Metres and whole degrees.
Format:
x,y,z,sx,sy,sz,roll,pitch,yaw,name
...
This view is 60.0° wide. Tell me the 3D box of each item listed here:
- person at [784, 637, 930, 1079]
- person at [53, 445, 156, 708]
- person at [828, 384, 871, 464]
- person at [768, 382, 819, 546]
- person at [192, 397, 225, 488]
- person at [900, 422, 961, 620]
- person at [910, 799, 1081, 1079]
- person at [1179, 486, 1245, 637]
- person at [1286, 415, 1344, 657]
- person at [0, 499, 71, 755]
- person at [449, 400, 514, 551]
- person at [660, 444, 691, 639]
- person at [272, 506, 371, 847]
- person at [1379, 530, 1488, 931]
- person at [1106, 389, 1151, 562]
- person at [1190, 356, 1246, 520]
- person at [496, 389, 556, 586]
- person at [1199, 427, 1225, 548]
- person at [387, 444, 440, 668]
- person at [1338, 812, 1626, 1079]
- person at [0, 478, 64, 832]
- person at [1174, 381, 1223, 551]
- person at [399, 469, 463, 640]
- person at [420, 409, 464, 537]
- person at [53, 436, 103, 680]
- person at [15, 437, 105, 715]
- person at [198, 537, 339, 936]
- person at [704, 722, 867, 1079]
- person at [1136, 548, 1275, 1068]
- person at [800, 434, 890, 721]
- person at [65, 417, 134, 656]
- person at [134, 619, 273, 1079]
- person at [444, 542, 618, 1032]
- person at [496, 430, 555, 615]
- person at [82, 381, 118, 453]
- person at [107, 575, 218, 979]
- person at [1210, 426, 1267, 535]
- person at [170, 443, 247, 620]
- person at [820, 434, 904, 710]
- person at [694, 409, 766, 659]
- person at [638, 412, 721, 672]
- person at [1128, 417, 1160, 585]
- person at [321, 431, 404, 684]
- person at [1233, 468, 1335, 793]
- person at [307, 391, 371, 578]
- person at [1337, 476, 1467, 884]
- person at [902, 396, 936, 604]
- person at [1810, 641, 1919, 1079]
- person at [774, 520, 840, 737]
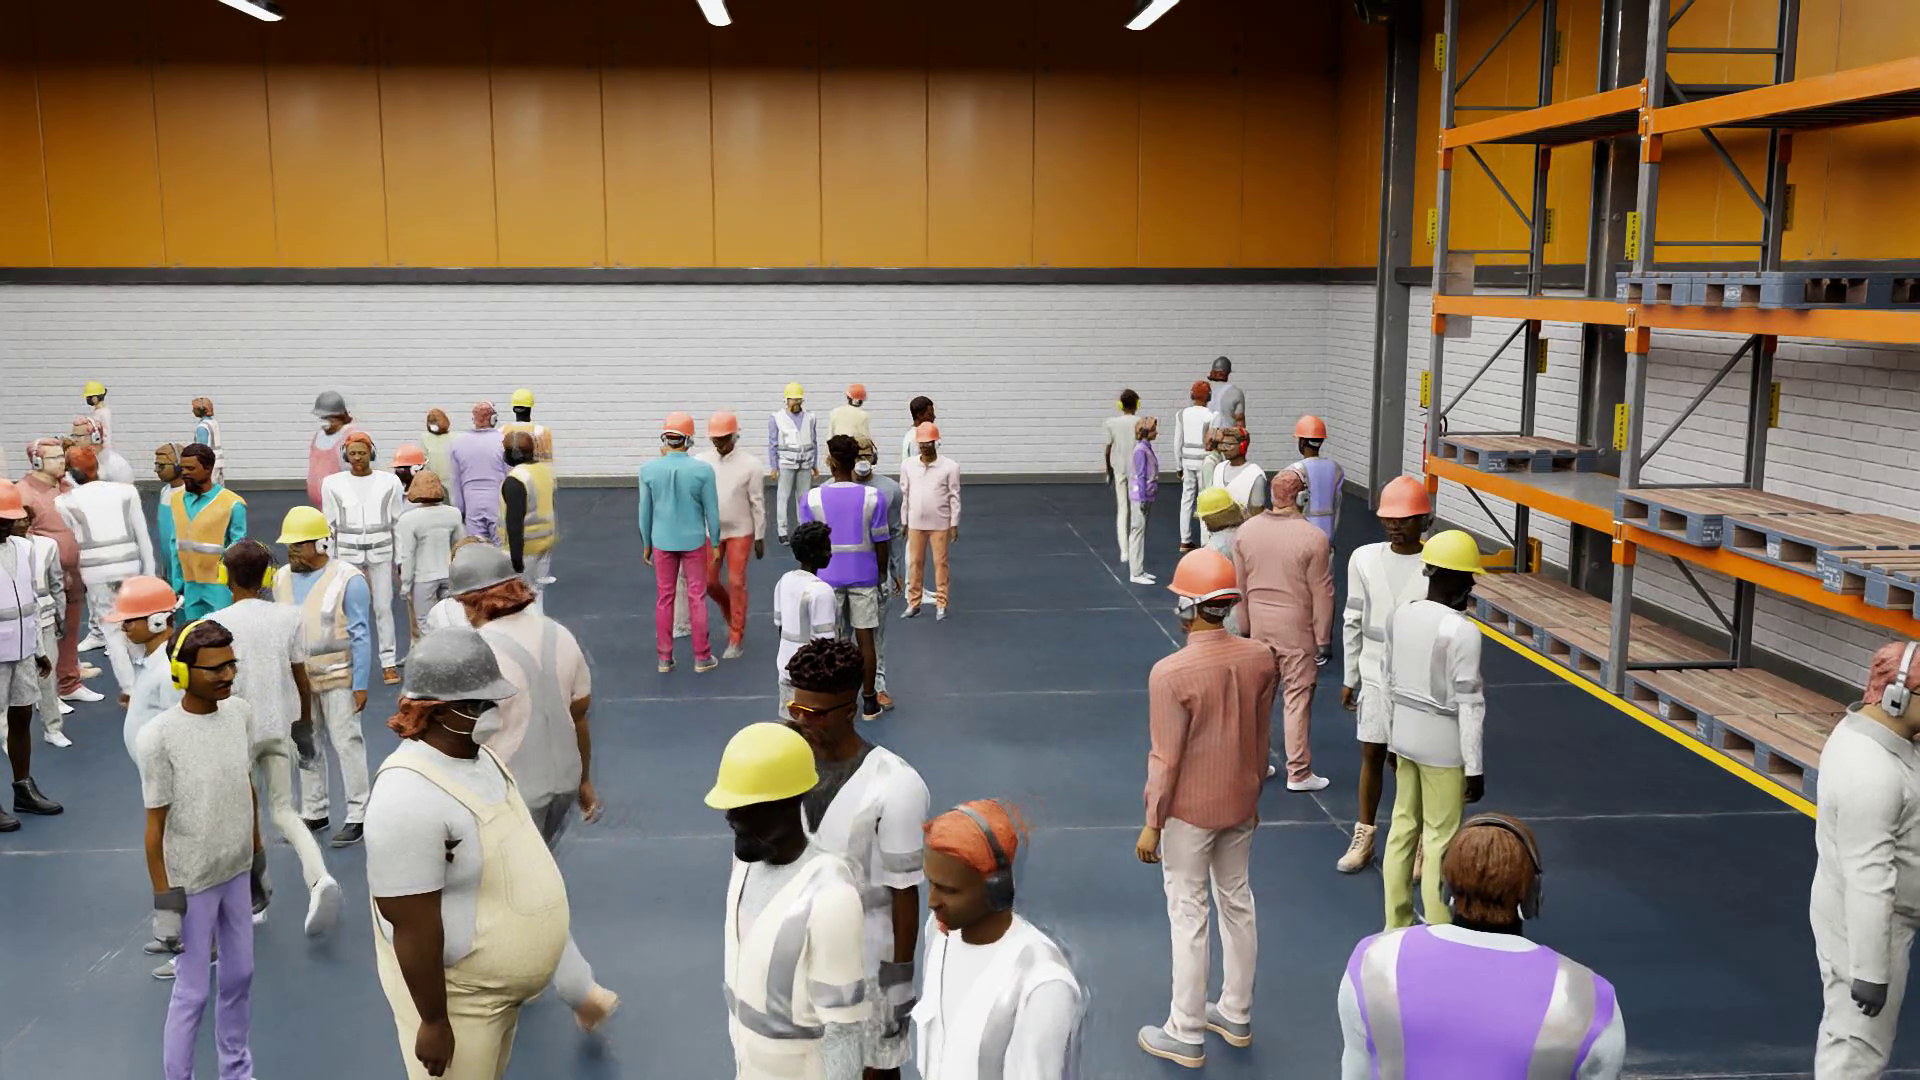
x,y,z,sx,sy,sz,roll,pitch,yaw,name
-0.362,1.249,5.092,0.598,1.958,0.372,6,11,35,person
-5.969,0.259,11.622,0.613,1.847,0.522,-9,13,-44,person
-1.350,-1.052,20.303,0.592,1.715,0.431,5,10,29,person
-1.853,-0.856,18.683,0.601,1.831,0.404,-5,10,-30,person
-8.628,-0.824,19.128,0.315,1.632,0.514,-1,9,-9,person
-0.275,-0.167,14.599,0.565,1.752,0.338,3,9,17,person
0.096,1.490,3.868,0.664,1.860,0.592,-6,11,-31,person
1.623,0.490,10.670,0.793,1.691,0.513,6,11,32,person
2.728,-0.007,13.022,0.547,1.939,0.376,-5,10,-27,person
-5.919,0.546,10.515,0.315,1.631,0.518,7,12,39,person
-4.235,-0.302,14.980,0.639,1.908,0.409,1,9,6,person
-2.375,0.001,13.918,0.310,1.638,0.521,-3,10,-19,person
-3.398,0.720,8.823,0.601,1.824,0.403,3,10,18,person
2.092,0.910,7.319,0.383,1.921,0.585,-4,10,-24,person
1.813,-0.702,17.775,0.521,1.813,0.969,1,9,9,person
3.206,-1.253,20.529,0.688,2.000,0.536,4,10,25,person
-4.224,-0.504,16.177,0.584,1.928,0.367,0,9,-2,person
2.338,-0.220,15.295,0.307,1.639,0.525,3,9,16,person
-4.154,0.141,12.672,0.330,1.751,0.564,-8,12,-42,person
1.167,1.520,3.783,0.623,1.835,0.431,5,10,28,person
-5.240,0.617,9.133,0.366,1.930,0.542,3,10,18,person
2.612,-0.795,18.135,0.587,1.883,0.342,7,12,38,person
-3.816,0.303,12.031,0.284,1.633,0.497,8,12,40,person
-5.553,-0.600,17.774,0.516,1.588,0.826,1,9,5,person
-6.700,0.140,12.429,0.341,1.840,0.503,-8,12,-41,person
-6.278,0.239,11.564,0.407,1.913,0.641,1,9,5,person
-3.170,0.914,7.605,0.760,1.841,0.511,9,12,43,person
-0.396,1.389,4.368,0.742,1.905,0.596,-6,11,-31,person
0.934,1.020,6.397,0.610,1.996,0.379,-7,11,-36,person
-0.772,0.259,11.266,0.603,1.966,0.368,-1,9,-3,person
-6.877,-0.026,13.243,0.652,1.906,0.405,4,10,23,person
-2.607,1.186,5.782,0.314,1.861,0.511,3,10,20,person
-1.705,0.964,6.604,0.880,2.000,0.699,5,10,27,person
-3.372,0.057,12.983,0.468,1.826,0.639,2,9,14,person
-10.315,-1.024,19.985,0.338,1.761,0.524,-8,12,-42,person
-3.468,1.011,7.242,0.347,1.743,0.565,-6,11,-33,person
2.184,0.019,13.146,0.389,1.846,0.566,-6,11,-32,person
-5.018,0.302,11.144,0.587,1.920,0.392,3,10,19,person
-0.686,0.232,11.525,0.635,1.939,0.367,-3,10,-20,person
-1.838,-0.066,13.277,0.651,1.974,0.575,2,9,13,person
-2.123,0.021,12.666,0.622,1.993,0.382,1,9,4,person
1.803,-0.391,16.364,0.313,1.642,0.513,2,9,11,person
-4.386,0.142,12.262,0.584,1.882,0.348,-3,10,-20,person
1.924,0.526,9.782,0.649,1.906,0.409,9,12,43,person
-5.581,-0.368,14.971,0.733,2.000,0.547,6,11,33,person
2.191,0.694,8.291,0.608,2.045,0.392,6,11,33,person
-0.384,-0.371,15.371,0.381,1.918,0.596,-1,9,-3,person
2.925,1.245,5.308,0.400,1.895,0.654,5,10,28,person
-0.822,0.732,9.131,0.317,1.698,0.540,-6,11,-34,person
